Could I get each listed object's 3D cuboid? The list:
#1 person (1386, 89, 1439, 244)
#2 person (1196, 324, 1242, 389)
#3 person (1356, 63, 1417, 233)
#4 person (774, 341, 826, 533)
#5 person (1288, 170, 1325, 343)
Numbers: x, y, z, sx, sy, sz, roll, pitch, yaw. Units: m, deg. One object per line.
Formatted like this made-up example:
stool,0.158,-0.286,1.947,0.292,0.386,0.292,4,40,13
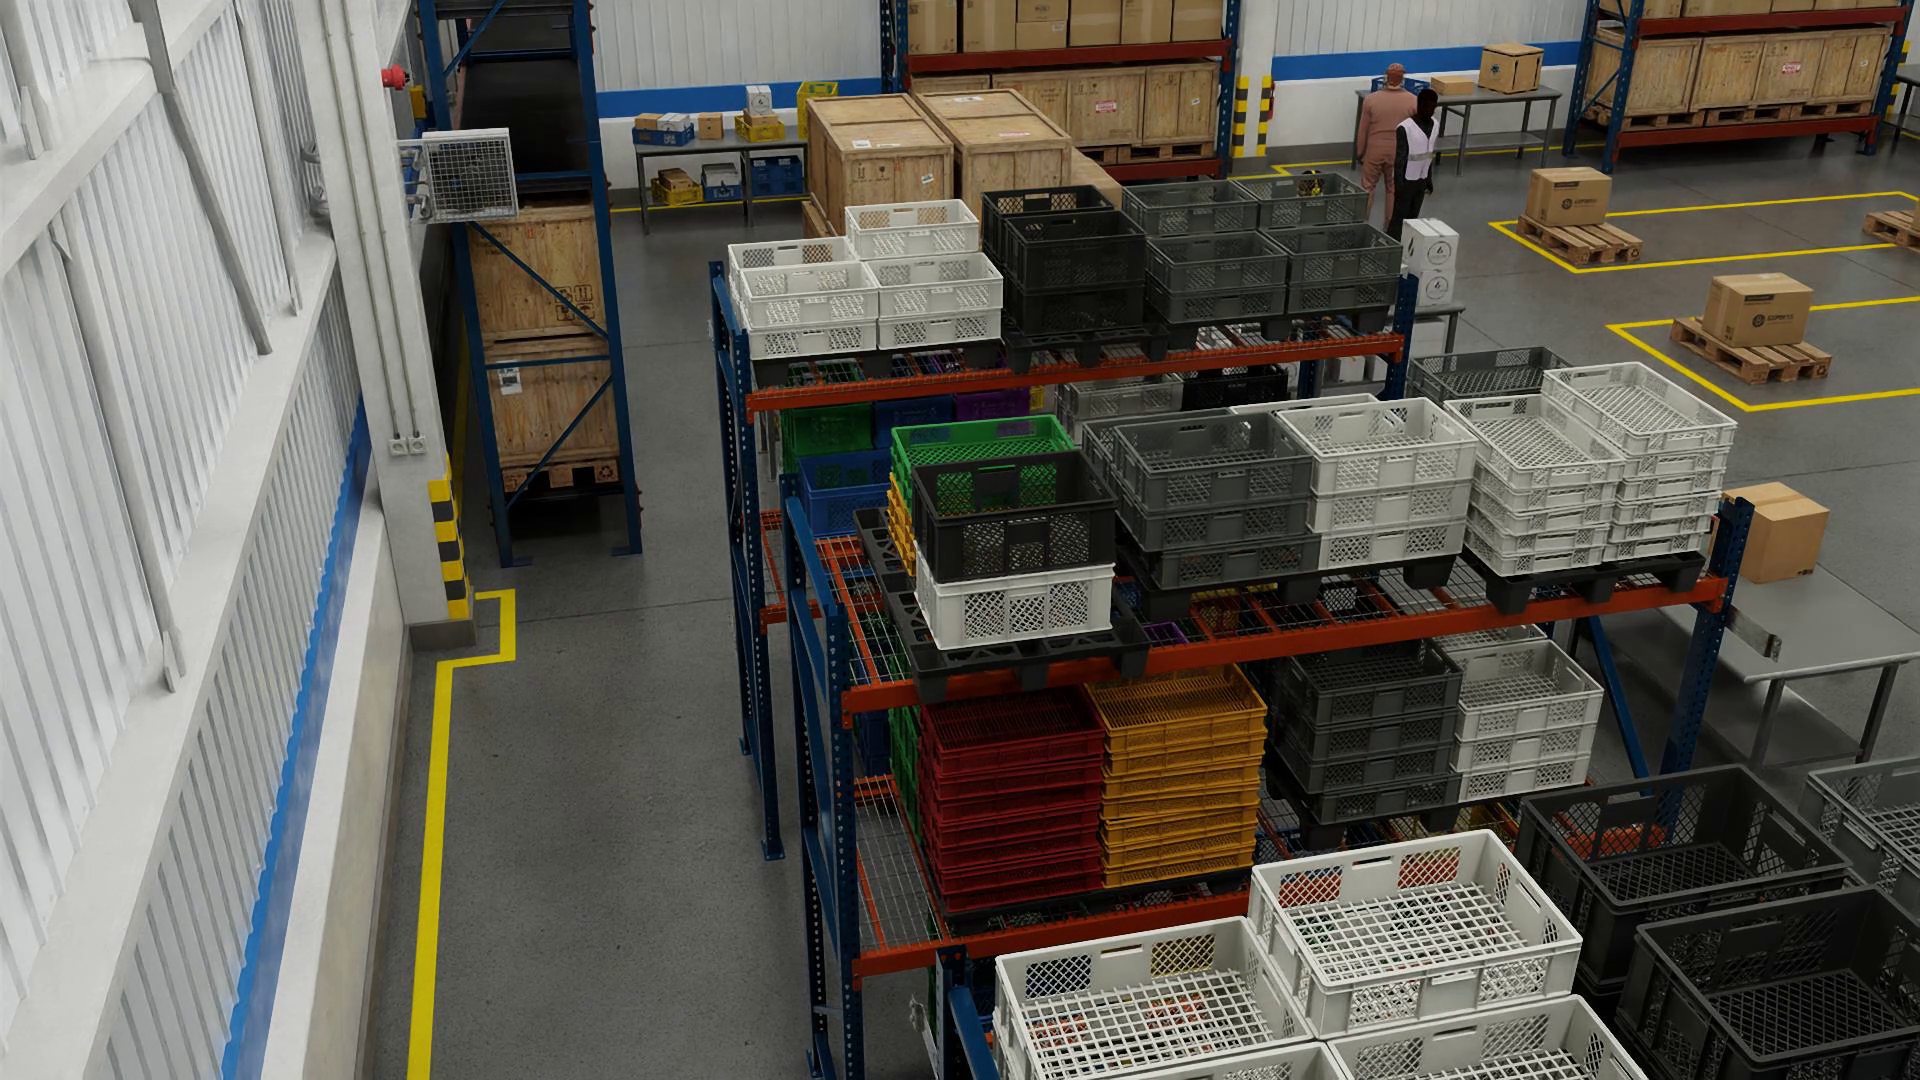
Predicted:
person,4.733,-3.763,17.408,0.587,1.914,0.392,-21,34,-34
person,1.989,-1.364,12.898,0.346,1.878,0.576,-1,28,-2
person,4.731,-4.329,18.503,0.654,1.900,0.397,4,28,7
person,-1.148,-0.897,11.942,0.356,1.938,0.633,-17,32,-29
person,3.082,-2.382,14.843,0.334,1.864,0.521,-15,31,-27
